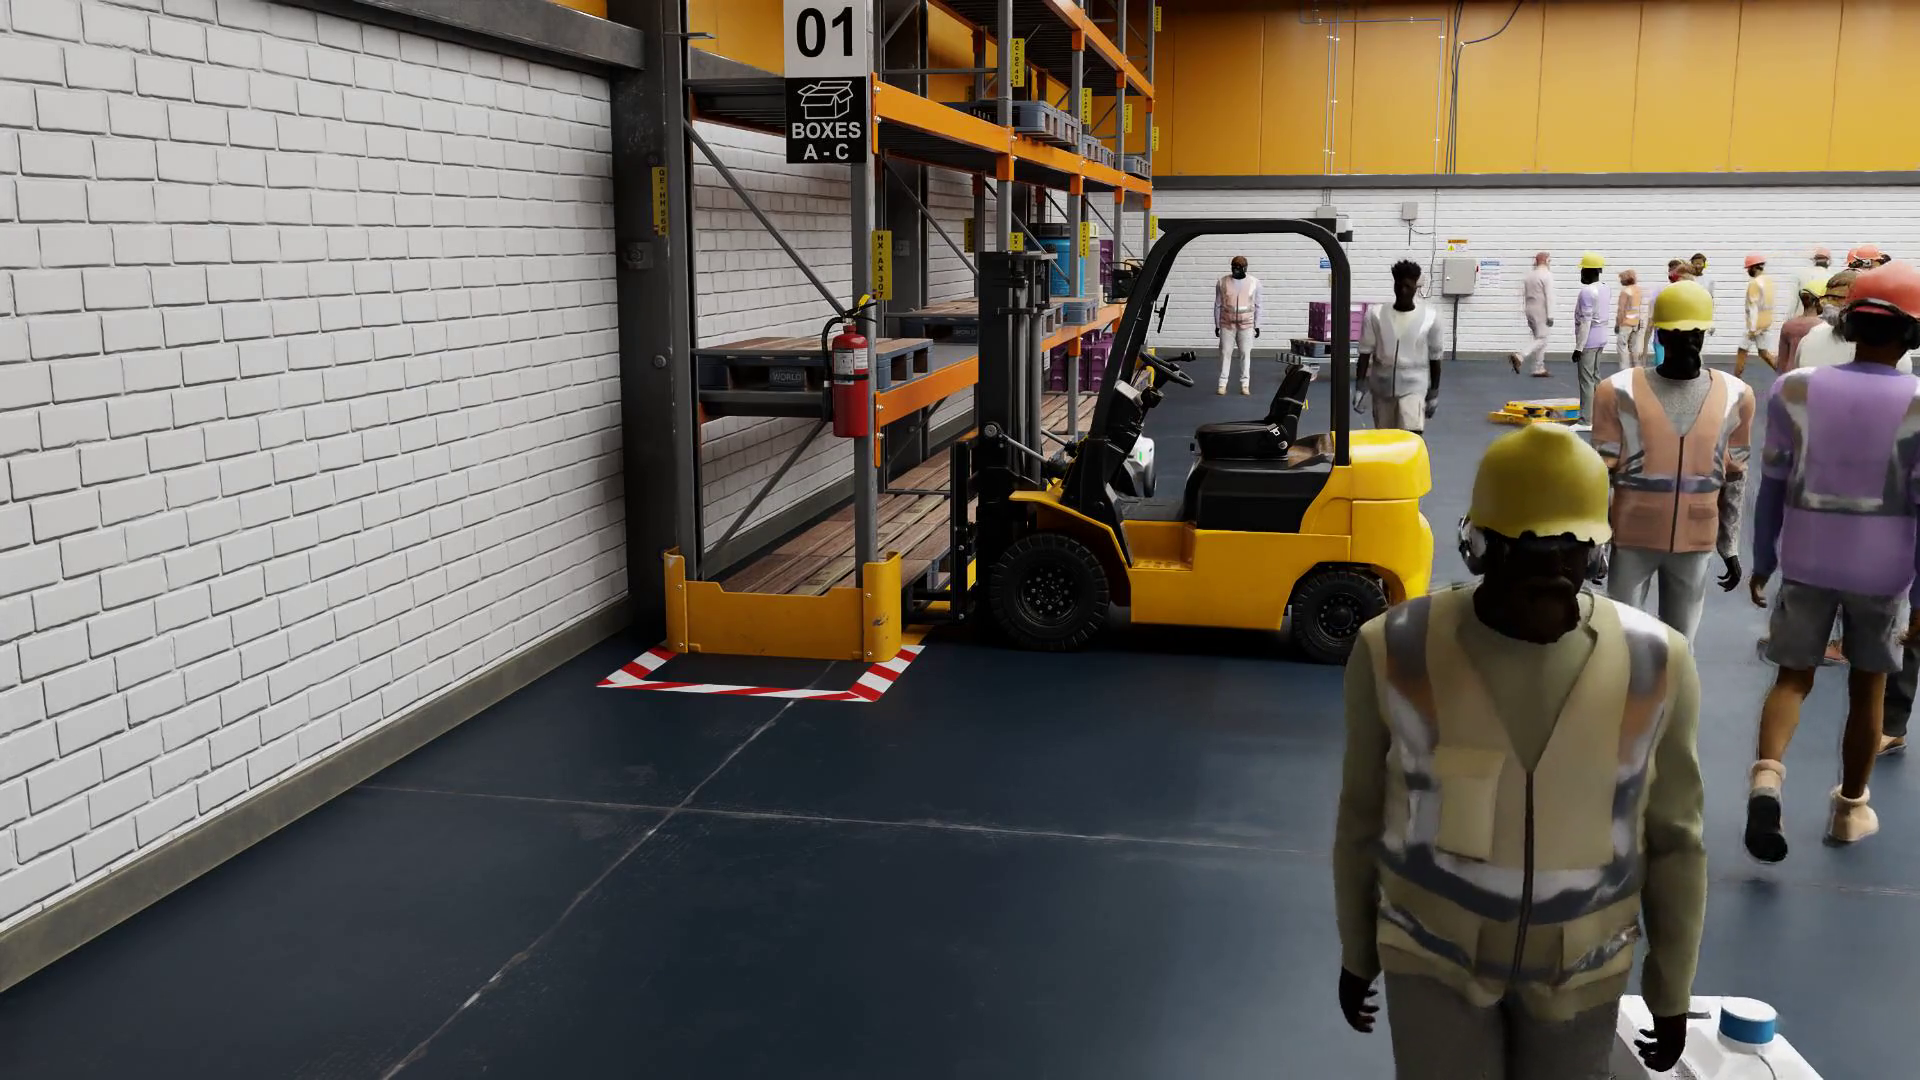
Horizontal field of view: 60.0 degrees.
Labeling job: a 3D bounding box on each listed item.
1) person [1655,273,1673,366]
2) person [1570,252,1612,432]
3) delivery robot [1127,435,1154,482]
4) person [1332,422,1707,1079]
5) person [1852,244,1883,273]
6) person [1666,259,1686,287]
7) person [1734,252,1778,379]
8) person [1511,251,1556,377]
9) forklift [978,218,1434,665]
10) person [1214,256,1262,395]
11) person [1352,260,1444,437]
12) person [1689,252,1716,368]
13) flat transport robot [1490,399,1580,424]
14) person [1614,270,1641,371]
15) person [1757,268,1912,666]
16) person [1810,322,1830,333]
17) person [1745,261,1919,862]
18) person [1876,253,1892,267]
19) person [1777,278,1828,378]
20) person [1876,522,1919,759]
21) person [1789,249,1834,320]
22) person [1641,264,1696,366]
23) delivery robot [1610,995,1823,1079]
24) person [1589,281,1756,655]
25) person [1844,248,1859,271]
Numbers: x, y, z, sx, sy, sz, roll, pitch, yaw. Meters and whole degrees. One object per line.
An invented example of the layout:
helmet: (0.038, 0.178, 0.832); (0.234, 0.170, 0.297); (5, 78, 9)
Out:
person: (9.461, -2.772, 22.088); (0.540, 1.695, 0.317); (-7, 12, -33)
person: (6.766, -2.125, 17.899); (0.361, 1.930, 0.587); (9, 14, 40)
delivery robot: (1.376, -0.696, 13.582); (0.477, 0.478, 0.707); (3, 11, 14)
person: (0.952, 0.674, 2.915); (0.600, 1.806, 0.774); (2, 11, 10)
person: (10.946, -2.583, 20.233); (0.375, 1.995, 0.611); (2, 10, 9)
person: (9.292, -2.691, 21.338); (0.938, 1.827, 0.539); (-9, 13, -40)
person: (10.607, -2.871, 22.084); (0.579, 1.914, 0.814); (-8, 13, -39)
person: (8.550, -3.345, 24.723); (0.661, 1.883, 0.668); (-1, 10, -7)
forklift: (1.285, -0.567, 8.635); (2.313, 2.155, 1.214); (2, 11, 11)
person: (3.685, -2.843, 22.092); (0.624, 1.841, 0.430); (2, 11, 11)
person: (3.268, -1.122, 12.451); (0.611, 1.910, 1.015); (5, 11, 25)
person: (10.441, -3.138, 23.651); (0.525, 1.861, 0.309); (5, 11, 24)
flat transport robot: (6.776, -1.464, 18.826); (1.431, 0.197, 0.652); (-5, 11, -25)
person: (9.905, -3.177, 24.592); (0.680, 1.598, 0.320); (-10, 14, -43)
person: (4.307, -0.359, 8.195); (0.372, 1.940, 0.632); (-4, 11, -22)
person: (5.505, -0.723, 10.384); (0.596, 1.881, 0.385); (-1, 10, -3)
person: (2.912, 0.097, 5.499); (0.635, 2.019, 0.839); (9, 14, 41)
person: (12.225, -2.871, 22.182); (0.521, 1.862, 0.334); (-3, 11, -18)
person: (6.820, -1.218, 13.400); (0.326, 1.760, 0.524); (-4, 11, -19)
person: (3.835, -0.002, 6.490); (0.345, 1.847, 0.504); (-7, 13, -34)
person: (12.225, -3.196, 23.806); (1.025, 1.916, 0.629); (-5, 11, -24)
person: (7.764, -2.110, 18.187); (0.582, 1.813, 0.856); (1, 10, 6)
delivery robot: (1.572, 1.169, 3.357); (0.477, 0.478, 0.707); (0, 10, 2)
person: (2.687, -0.014, 6.334); (0.589, 1.927, 0.386); (1, 10, 7)
person: (12.519, -3.108, 23.295); (0.374, 1.927, 0.542); (3, 11, 17)
